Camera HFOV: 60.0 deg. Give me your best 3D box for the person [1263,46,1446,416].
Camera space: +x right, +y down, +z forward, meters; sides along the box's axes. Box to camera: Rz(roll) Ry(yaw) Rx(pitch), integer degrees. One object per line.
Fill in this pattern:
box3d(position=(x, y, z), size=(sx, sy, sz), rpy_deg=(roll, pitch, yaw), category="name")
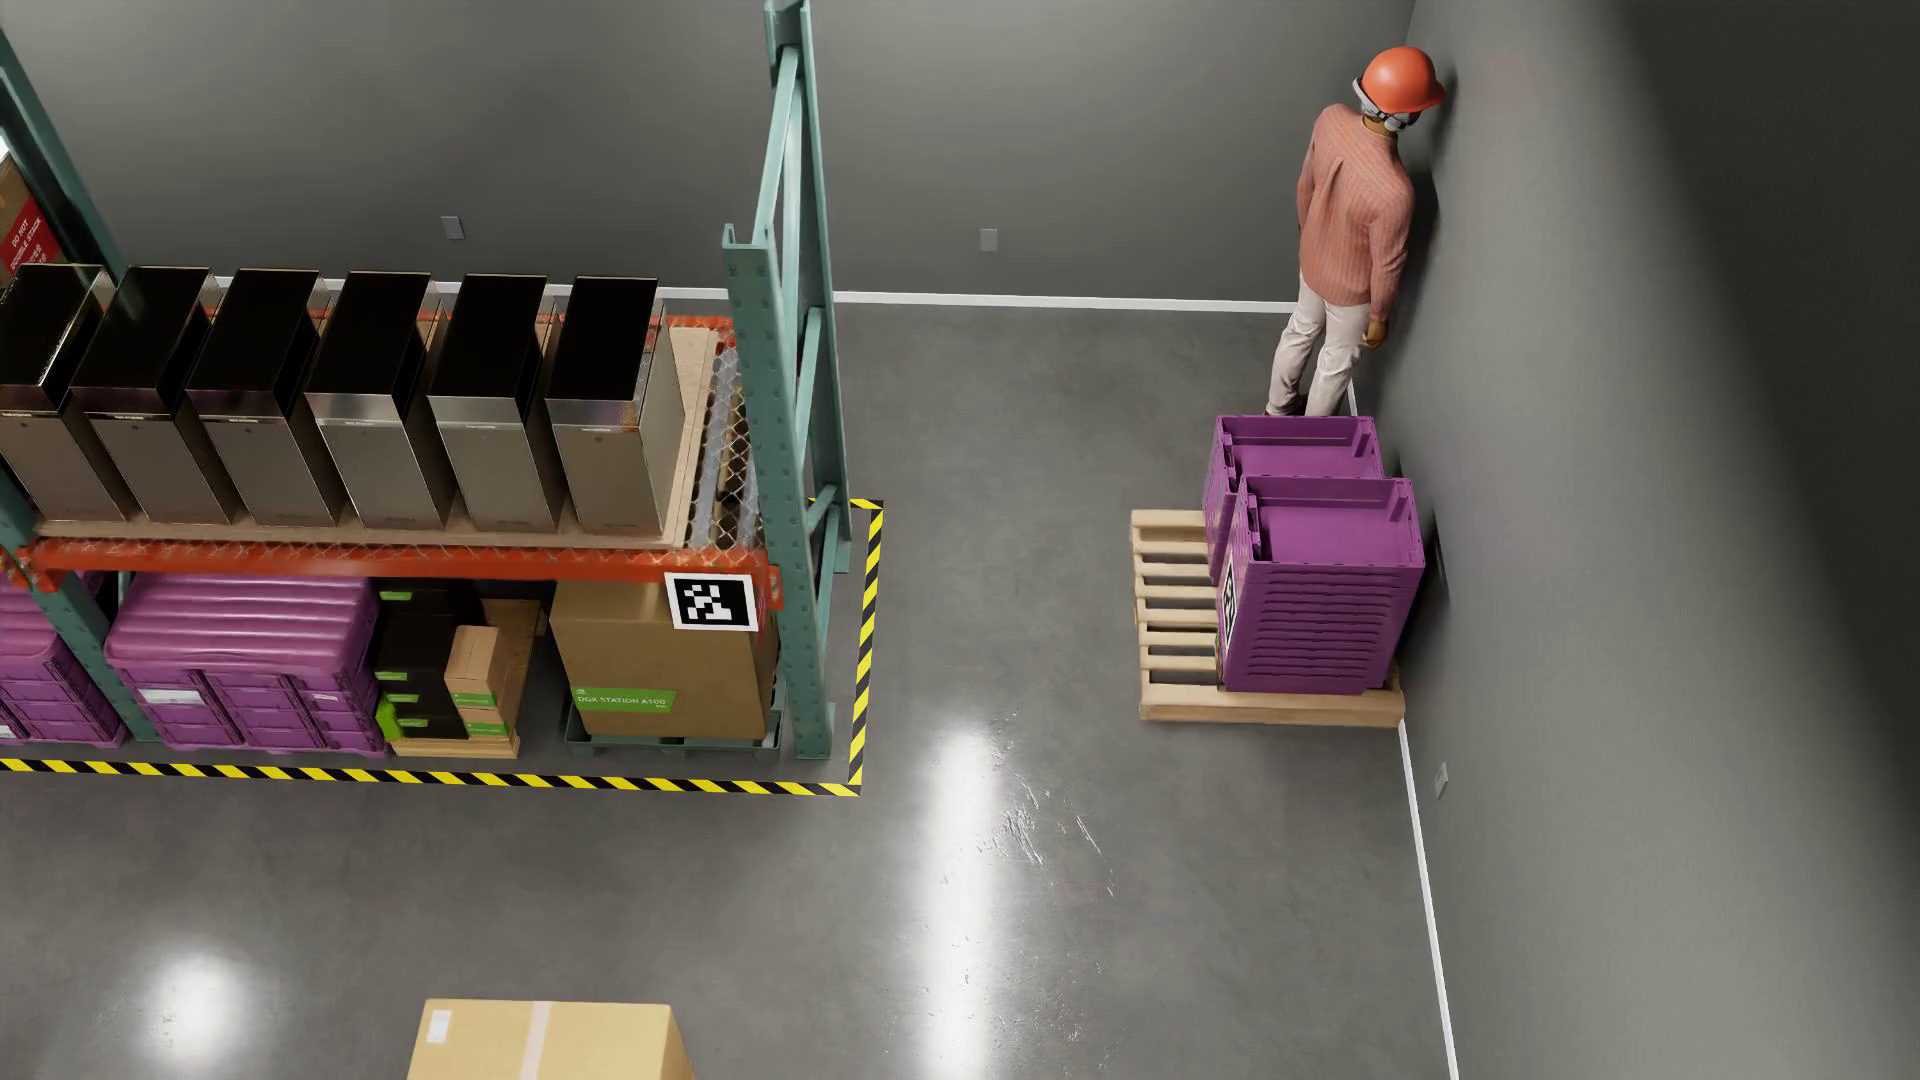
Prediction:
box3d(position=(1.516, -1.060, 6.491), size=(0.386, 1.992, 0.625), rpy_deg=(-18, 54, -13), category="person")
